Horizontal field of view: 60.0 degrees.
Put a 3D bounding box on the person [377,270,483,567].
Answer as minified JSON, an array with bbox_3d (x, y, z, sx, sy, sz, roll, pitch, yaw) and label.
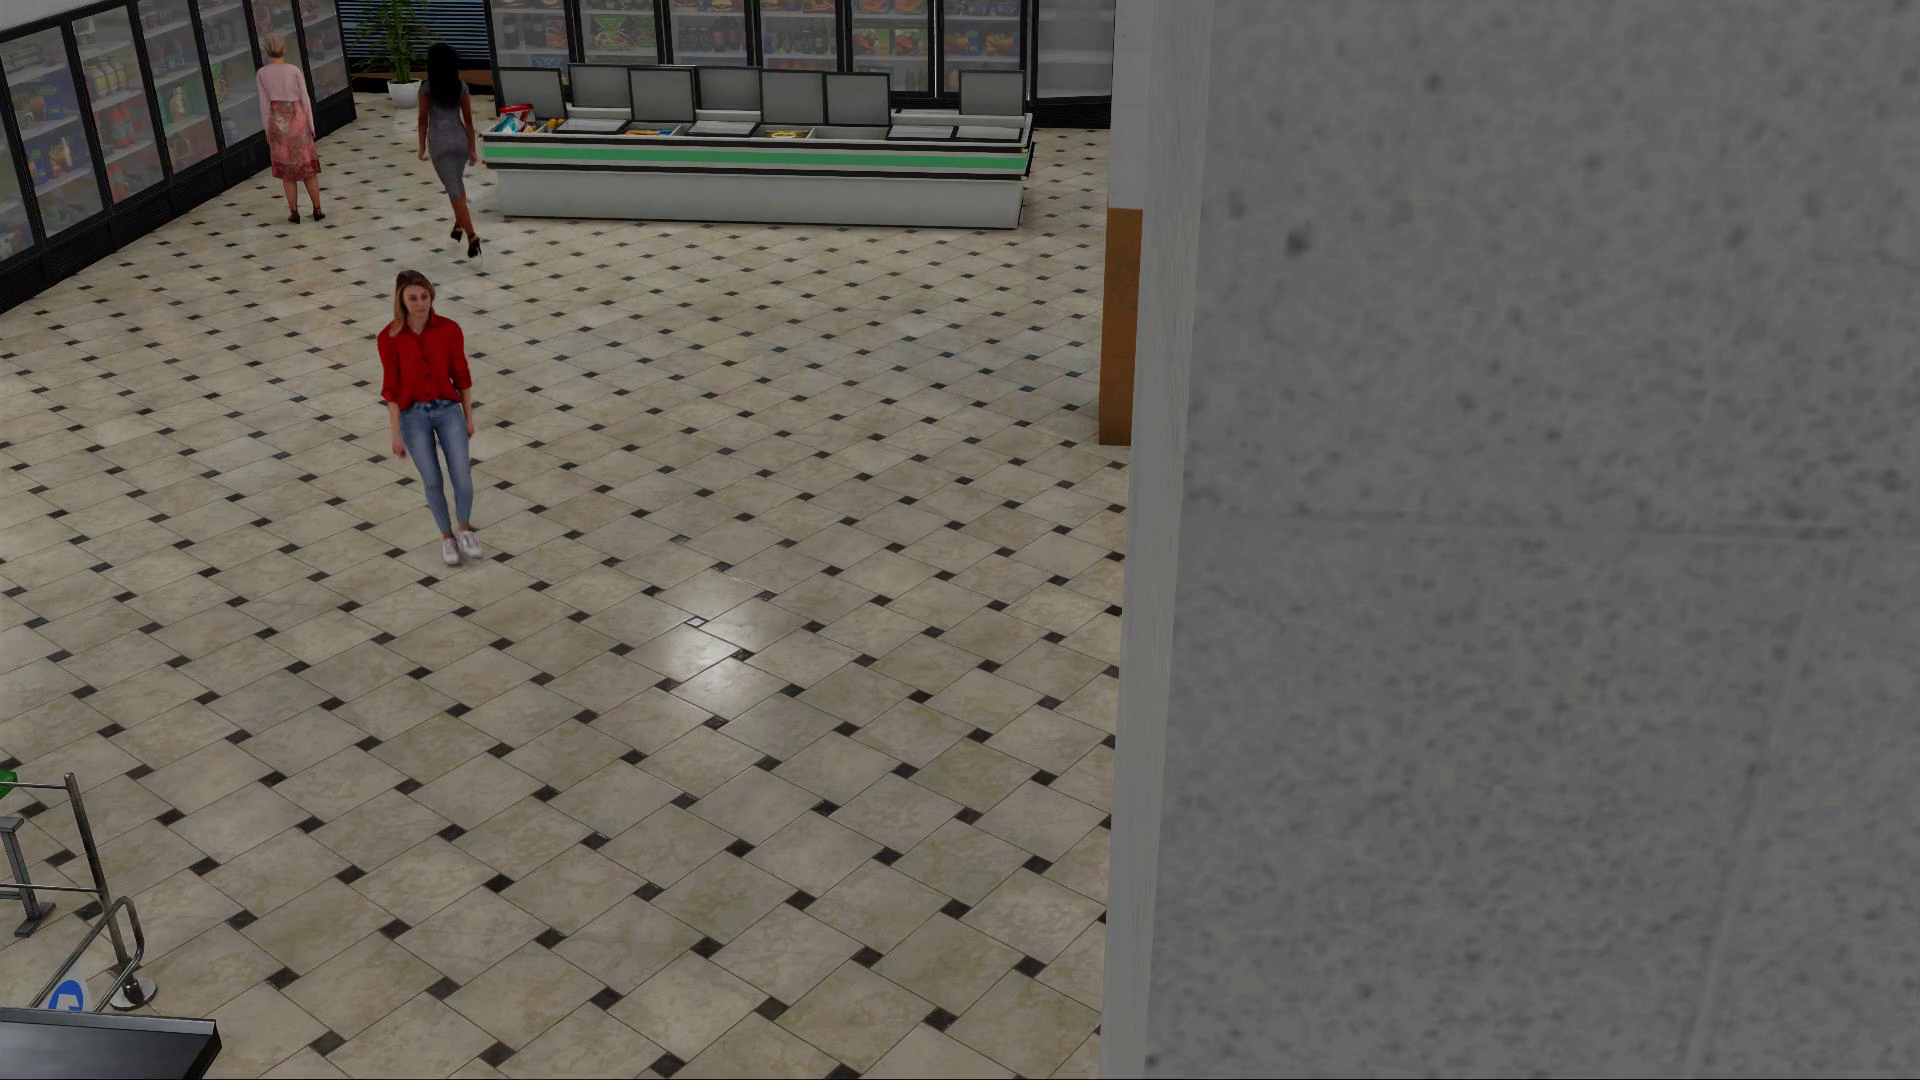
[{"bbox_3d":[-2.873,-0.670,9.010,0.663,1.692,0.779,-10,29,-19],"label":"person"}]

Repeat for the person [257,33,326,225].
[{"bbox_3d":[-6.043,-3.706,14.998,0.648,1.692,0.743,-12,29,-21],"label":"person"}]

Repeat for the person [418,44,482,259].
[{"bbox_3d":[-4.259,-3.220,13.989,1.095,1.737,1.132,-19,33,-33],"label":"person"}]
